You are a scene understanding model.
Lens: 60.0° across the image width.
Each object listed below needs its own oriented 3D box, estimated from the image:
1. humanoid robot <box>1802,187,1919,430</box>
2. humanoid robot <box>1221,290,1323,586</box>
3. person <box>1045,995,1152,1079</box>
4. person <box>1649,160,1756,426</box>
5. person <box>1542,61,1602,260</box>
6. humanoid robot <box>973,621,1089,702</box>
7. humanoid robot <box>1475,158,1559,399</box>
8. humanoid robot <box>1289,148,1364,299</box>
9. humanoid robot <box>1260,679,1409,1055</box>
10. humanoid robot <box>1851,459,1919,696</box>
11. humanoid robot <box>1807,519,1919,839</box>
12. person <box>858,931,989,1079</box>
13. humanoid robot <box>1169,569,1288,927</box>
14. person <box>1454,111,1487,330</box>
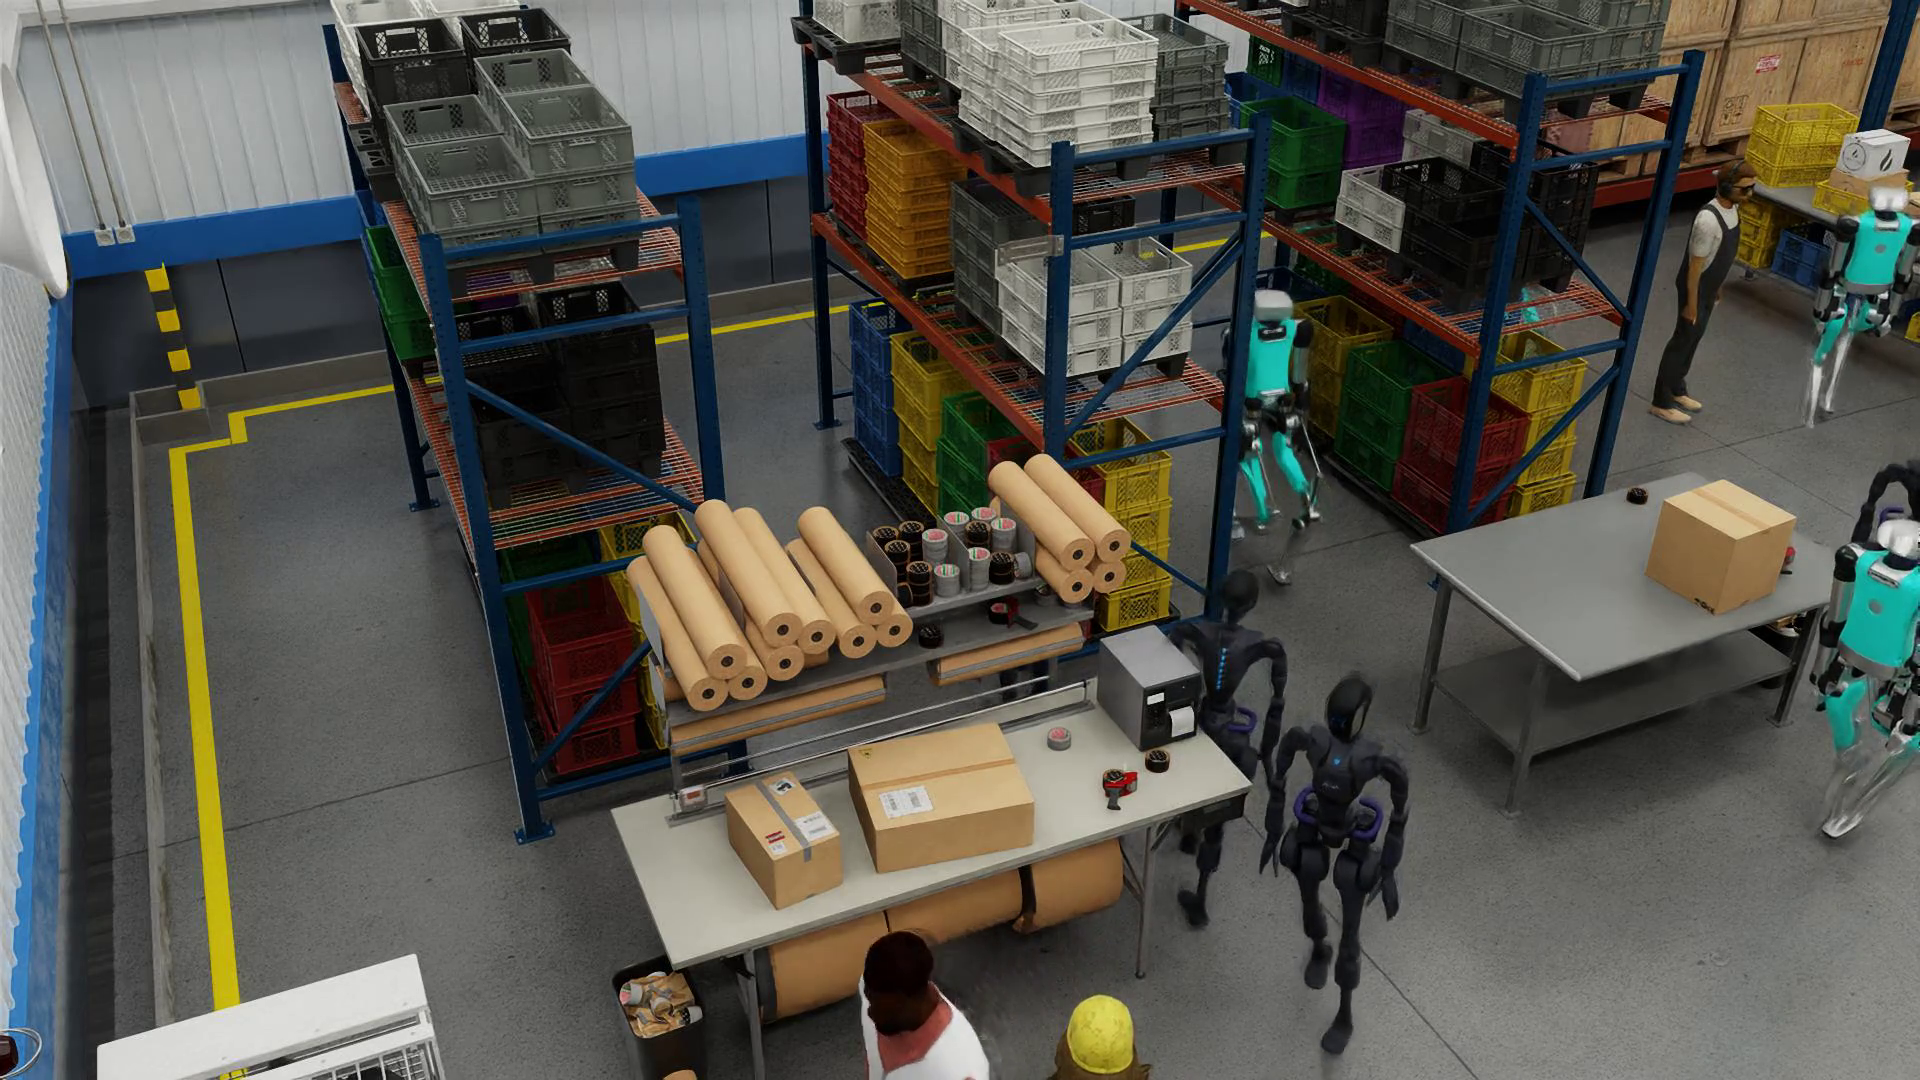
[{"bbox_3d":[5.959,-1.578,11.162,0.555,1.790,0.827,8,32,12],"label":"humanoid robot"},{"bbox_3d":[1.775,-0.513,9.414,0.552,1.728,1.046,-7,32,-11],"label":"humanoid robot"},{"bbox_3d":[0.402,2.078,5.188,0.493,1.741,0.302,-7,32,-11],"label":"person"},{"bbox_3d":[4.987,-1.666,11.178,0.341,1.841,0.500,23,38,32],"label":"person"},{"bbox_3d":[4.944,-3.083,13.557,0.523,1.761,0.336,-18,36,-27],"label":"person"},{"bbox_3d":[0.317,0.400,7.981,0.613,1.648,0.381,-14,34,-22],"label":"humanoid robot"},{"bbox_3d":[3.837,-1.652,11.328,0.536,1.875,0.837,-17,35,-25],"label":"humanoid robot"},{"bbox_3d":[2.777,-2.551,12.733,0.883,1.778,0.554,24,39,33],"label":"humanoid robot"},{"bbox_3d":[1.474,1.252,6.611,0.587,1.632,0.624,15,35,23],"label":"humanoid robot"},{"bbox_3d":[4.893,0.070,8.539,0.609,1.614,0.671,11,33,17],"label":"humanoid robot"},{"bbox_3d":[4.181,0.696,7.520,0.747,1.883,0.550,-17,36,-26],"label":"humanoid robot"},{"bbox_3d":[-0.074,1.919,5.304,0.560,1.896,0.607,-18,36,-27],"label":"person"},{"bbox_3d":[1.092,0.867,7.254,0.594,1.619,0.729,9,33,14],"label":"humanoid robot"},{"bbox_3d":[3.631,-2.074,11.775,0.604,1.909,0.415,1,32,1],"label":"person"}]
